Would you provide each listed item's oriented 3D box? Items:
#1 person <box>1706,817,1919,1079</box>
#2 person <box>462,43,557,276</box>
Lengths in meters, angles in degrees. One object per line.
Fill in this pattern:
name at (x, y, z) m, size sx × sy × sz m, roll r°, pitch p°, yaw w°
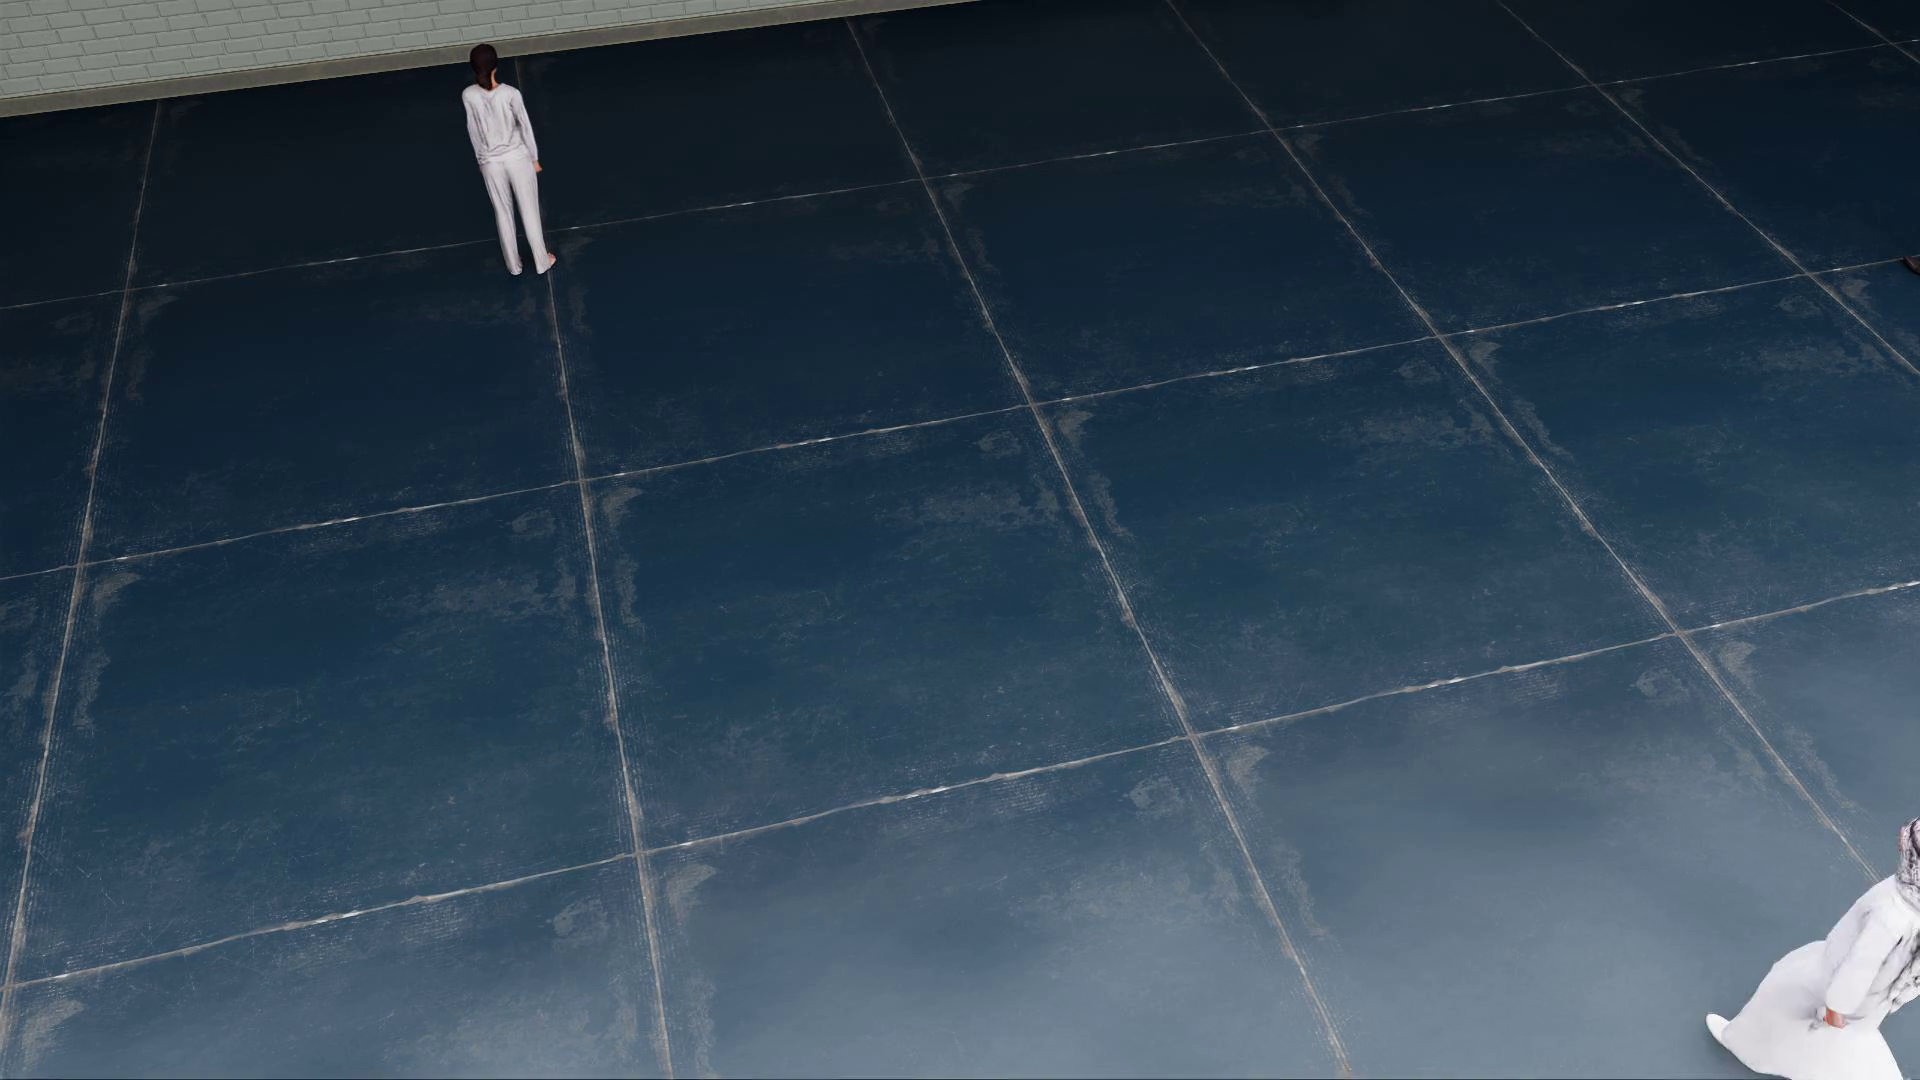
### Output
person at (3.786, 1.838, 6.831) m, size 0.864 × 1.894 × 1.236 m, roll -21°, pitch 47°, yaw -21°
person at (-3.204, -2.668, 11.745) m, size 0.644 × 1.774 × 0.611 m, roll -1°, pitch 43°, yaw -1°
